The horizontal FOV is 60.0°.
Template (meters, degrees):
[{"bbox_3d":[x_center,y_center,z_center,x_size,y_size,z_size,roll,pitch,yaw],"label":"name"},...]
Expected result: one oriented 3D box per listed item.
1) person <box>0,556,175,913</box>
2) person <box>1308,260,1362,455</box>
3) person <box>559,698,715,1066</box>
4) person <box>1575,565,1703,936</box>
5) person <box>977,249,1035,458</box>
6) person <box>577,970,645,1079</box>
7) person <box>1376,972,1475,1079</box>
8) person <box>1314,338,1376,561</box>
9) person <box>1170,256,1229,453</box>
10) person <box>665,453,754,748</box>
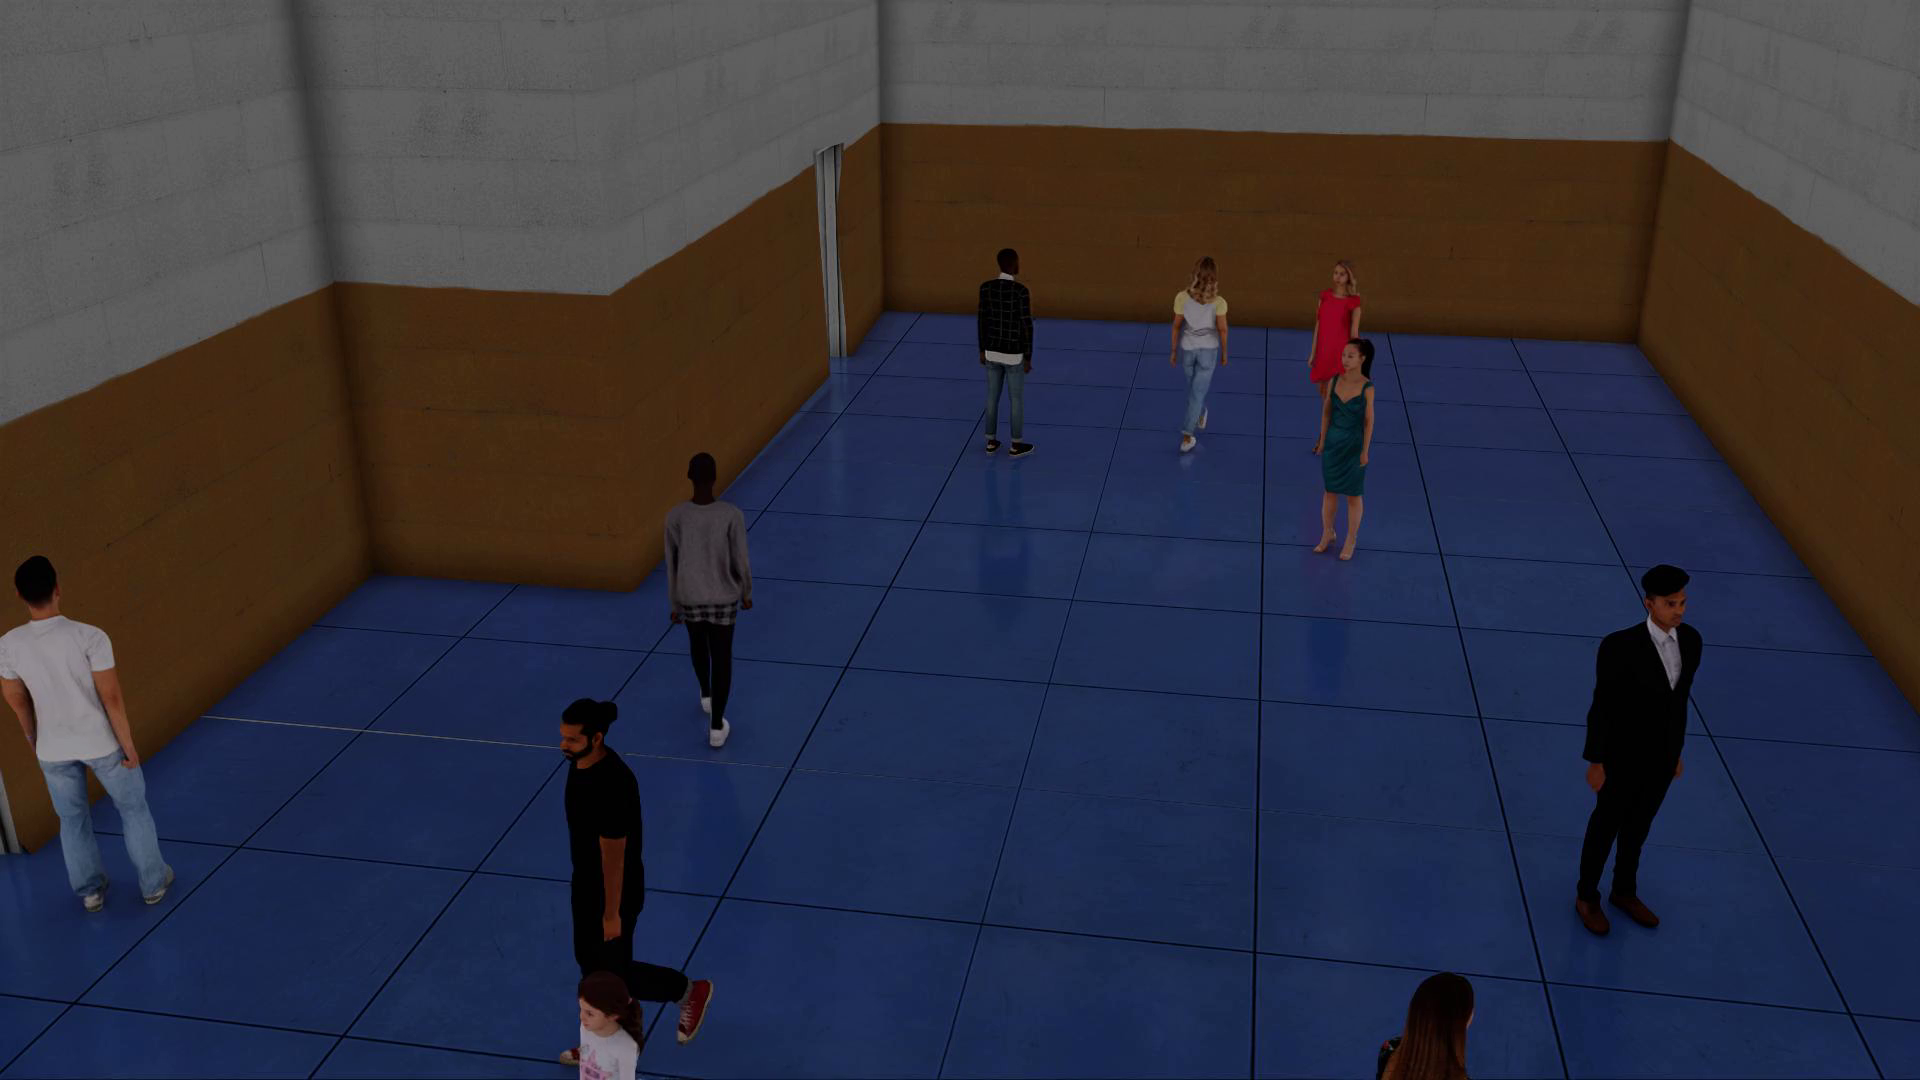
[{"bbox_3d":[-4.250,0.976,7.988,0.685,1.854,0.840,-3,22,-7],"label":"person"},{"bbox_3d":[3.352,-1.641,14.709,0.996,1.699,0.979,-18,28,-38],"label":"person"},{"bbox_3d":[-1.396,1.439,6.988,1.011,1.741,0.937,-13,25,-29],"label":"person"},{"bbox_3d":[3.234,0.981,7.937,0.674,1.884,0.831,-7,23,-16],"label":"person"},{"bbox_3d":[0.387,-1.636,14.537,0.607,1.819,0.781,11,24,25],"label":"person"},{"bbox_3d":[-1.266,2.079,6.250,0.501,1.104,0.577,15,26,33],"label":"person"},{"bbox_3d":[1.404,2.153,5.315,0.899,1.664,0.829,-13,25,-29],"label":"person"},{"bbox_3d":[2.858,-0.669,12.306,0.579,1.688,0.688,19,29,39],"label":"person"},{"bbox_3d":[2.073,-1.595,14.583,1.073,1.693,0.886,10,24,23],"label":"person"},{"bbox_3d":[-1.464,0.377,9.617,0.895,1.752,0.796,0,22,-1],"label":"person"}]
